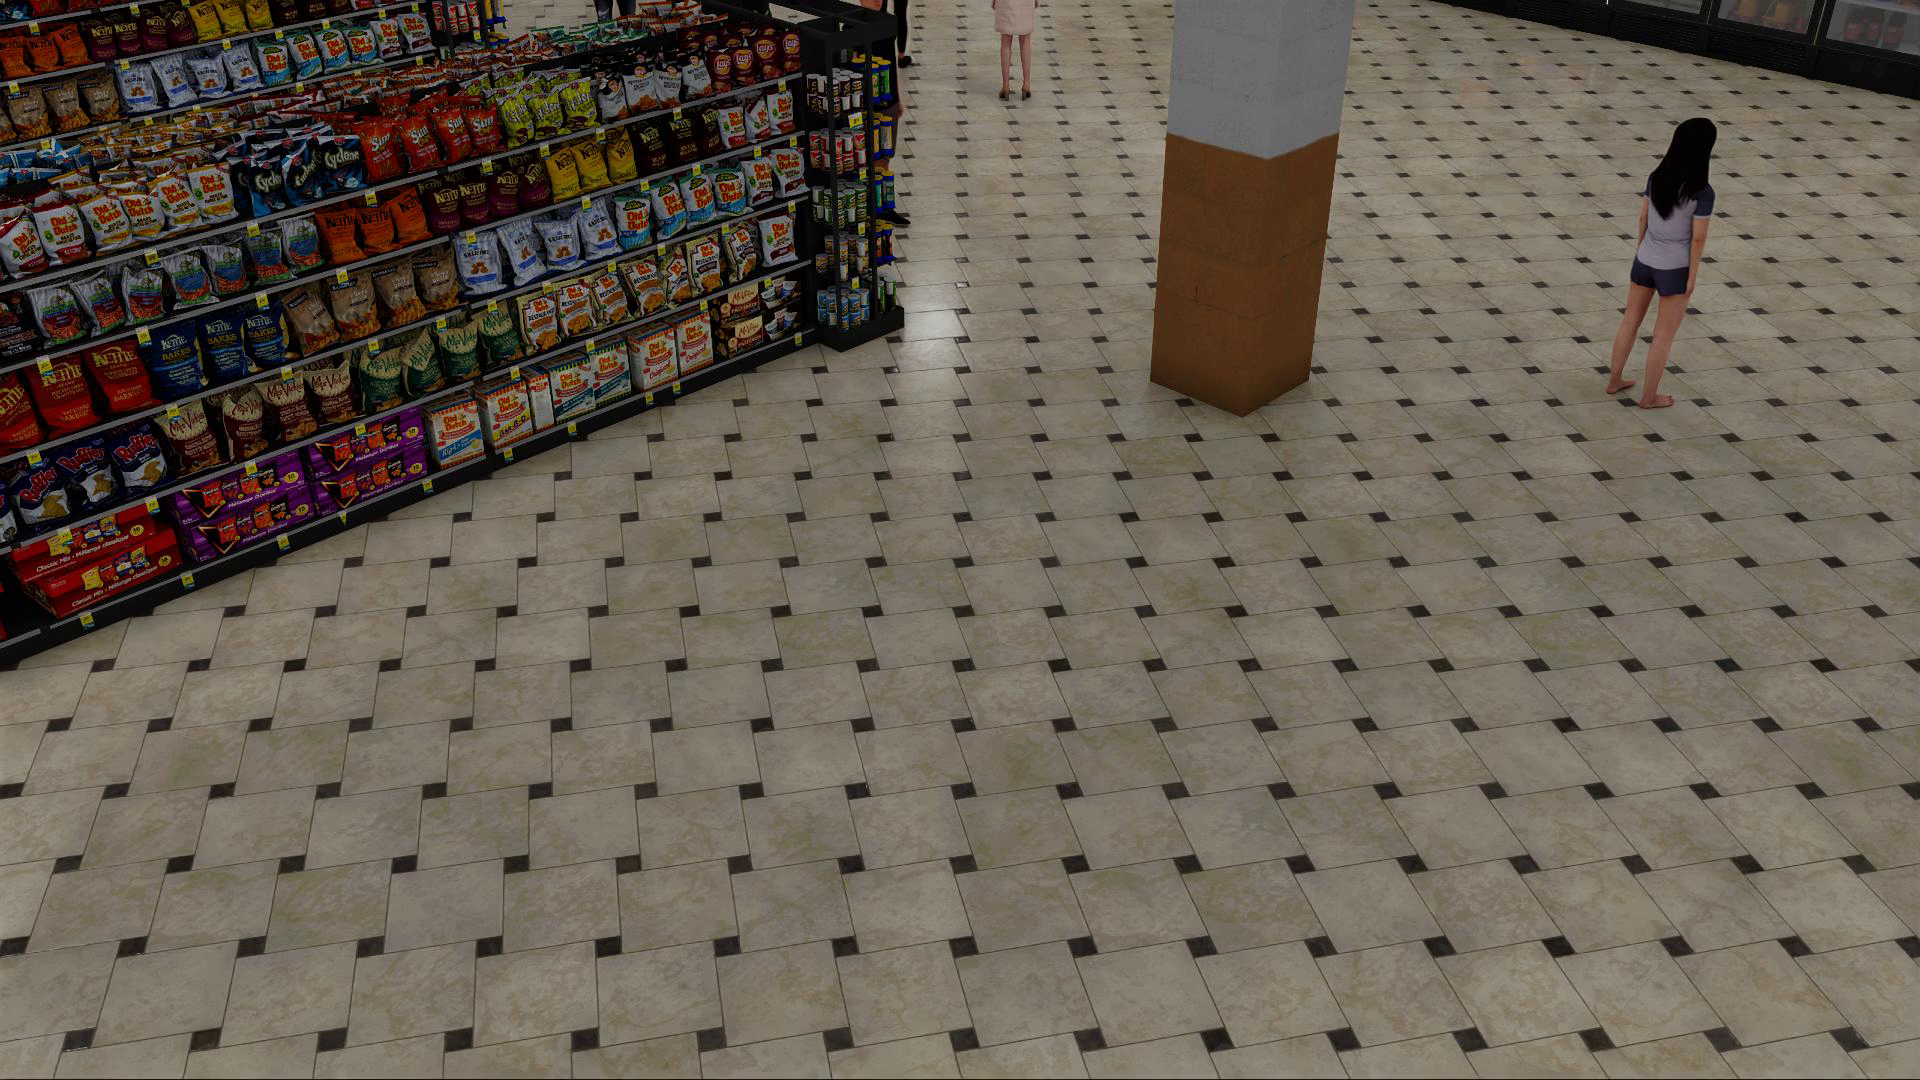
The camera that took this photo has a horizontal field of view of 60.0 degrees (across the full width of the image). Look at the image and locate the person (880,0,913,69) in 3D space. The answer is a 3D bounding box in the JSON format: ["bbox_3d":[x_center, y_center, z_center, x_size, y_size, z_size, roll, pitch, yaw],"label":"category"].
[{"bbox_3d":[-0.661,-5.296,15.518,0.688,1.705,0.708,8,33,13],"label":"person"}]

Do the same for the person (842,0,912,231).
[{"bbox_3d":[-0.624,-3.125,11.881,0.737,1.862,0.510,26,40,35],"label":"person"}]

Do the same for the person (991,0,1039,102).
[{"bbox_3d":[0.489,-4.743,14.600,0.681,1.736,0.744,0,32,-1],"label":"person"}]

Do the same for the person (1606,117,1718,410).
[{"bbox_3d":[4.053,-1.594,9.567,0.609,1.705,0.646,-16,35,-24],"label":"person"}]

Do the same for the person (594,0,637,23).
[{"bbox_3d":[-3.135,-5.073,14.971,0.656,1.904,0.818,-14,34,-21],"label":"person"}]
